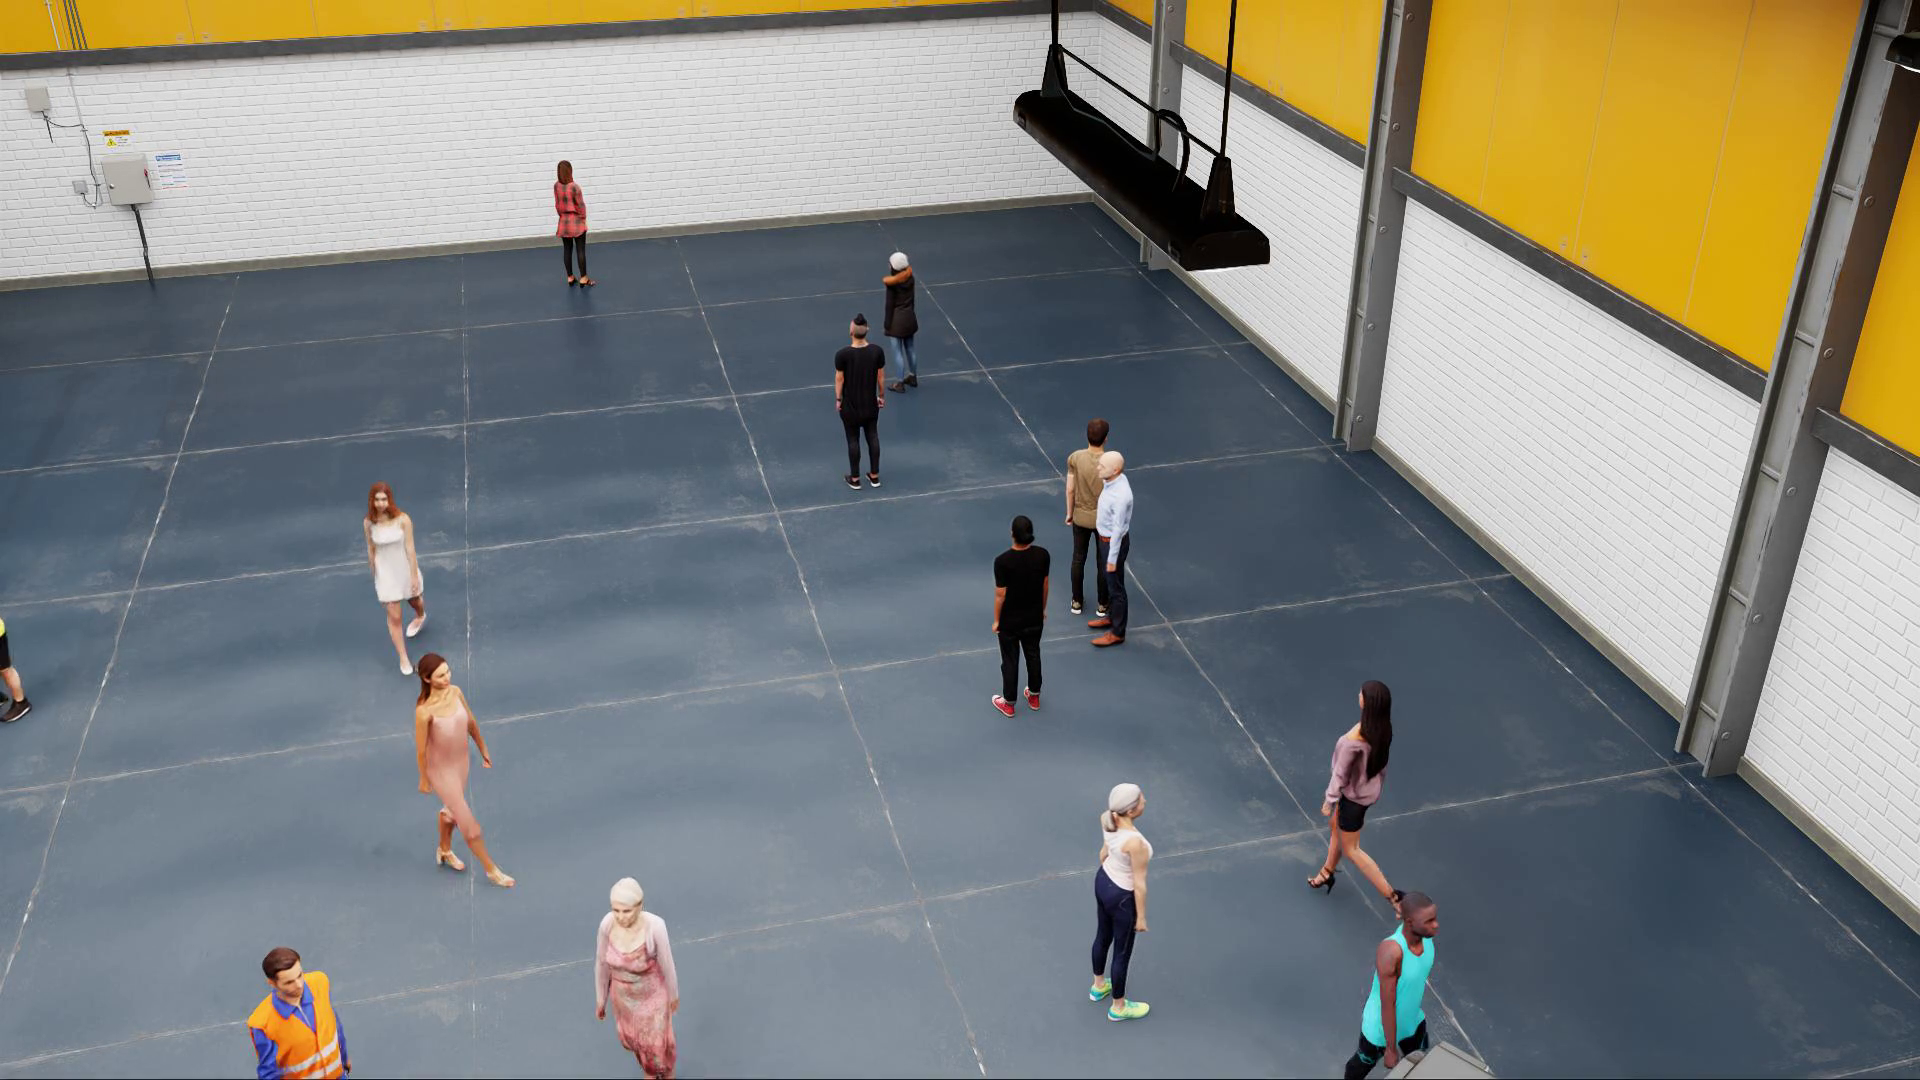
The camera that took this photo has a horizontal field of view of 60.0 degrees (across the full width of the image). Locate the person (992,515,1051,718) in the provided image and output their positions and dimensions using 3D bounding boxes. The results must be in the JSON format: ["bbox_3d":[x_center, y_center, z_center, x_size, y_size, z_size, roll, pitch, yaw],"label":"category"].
[{"bbox_3d":[0.482,0.595,13.176,0.658,1.759,0.616,-12,31,-21],"label":"person"}]

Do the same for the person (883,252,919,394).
[{"bbox_3d":[-0.664,-2.490,18.963,0.761,1.632,0.726,22,35,34],"label":"person"}]

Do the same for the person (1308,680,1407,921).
[{"bbox_3d":[2.691,1.768,10.997,1.145,1.786,0.961,25,37,38],"label":"person"}]

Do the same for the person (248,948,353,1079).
[{"bbox_3d":[-3.550,2.875,8.909,1.139,1.842,1.105,14,32,24],"label":"person"}]

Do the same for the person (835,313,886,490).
[{"bbox_3d":[-0.998,-1.412,16.745,0.698,1.864,0.611,-11,30,-19],"label":"person"}]

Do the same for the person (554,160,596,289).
[{"bbox_3d":[-5.131,-4.181,21.990,0.699,1.703,0.744,13,31,22],"label":"person"}]

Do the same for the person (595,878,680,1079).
[{"bbox_3d":[-1.836,2.566,9.643,0.747,1.681,0.795,7,29,12],"label":"person"}]

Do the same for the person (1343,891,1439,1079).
[{"bbox_3d":[2.346,2.655,9.366,0.851,1.790,1.007,-20,35,-32],"label":"person"}]

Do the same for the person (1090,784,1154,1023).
[{"bbox_3d":[0.973,2.212,10.271,0.693,1.701,0.529,-13,31,-22],"label":"person"}]

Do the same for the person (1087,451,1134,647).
[{"bbox_3d":[1.300,0.051,14.143,0.728,1.788,0.545,-2,29,-4],"label":"person"}]

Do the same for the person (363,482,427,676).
[{"bbox_3d":[-4.709,0.232,13.925,0.576,1.678,1.072,-3,29,-6],"label":"person"}]

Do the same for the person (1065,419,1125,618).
[{"bbox_3d":[1.165,-0.203,14.541,0.752,1.851,0.758,9,30,15],"label":"person"}]

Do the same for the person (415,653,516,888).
[{"bbox_3d":[-3.572,1.546,11.382,1.004,1.806,0.990,11,31,20],"label":"person"}]
